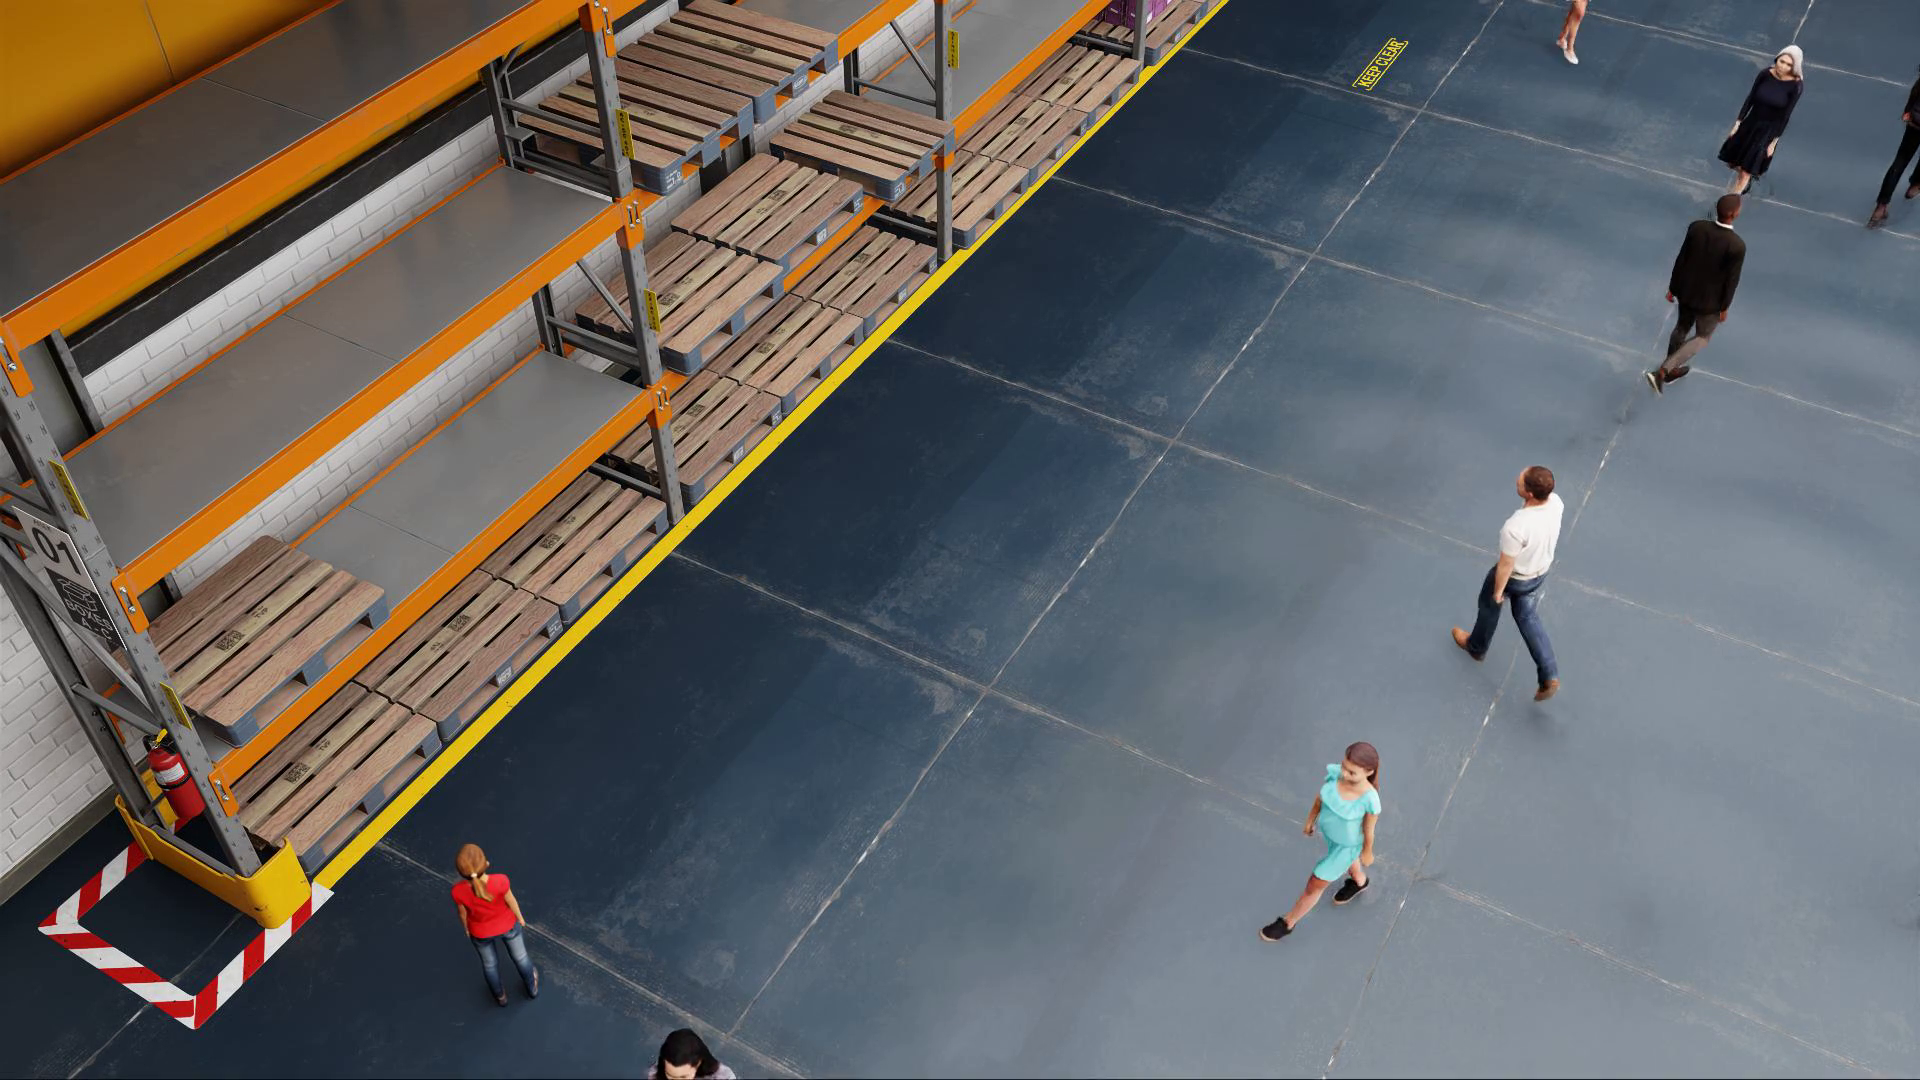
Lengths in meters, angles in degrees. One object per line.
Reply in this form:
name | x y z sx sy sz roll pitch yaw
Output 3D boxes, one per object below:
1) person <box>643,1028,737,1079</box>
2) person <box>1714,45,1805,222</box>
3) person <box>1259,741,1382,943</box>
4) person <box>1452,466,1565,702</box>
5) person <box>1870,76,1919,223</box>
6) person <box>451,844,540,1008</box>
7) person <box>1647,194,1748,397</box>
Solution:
person | -1.254 2.807 8.148 1.005 1.675 1.289 4 44 4
person | 7.152 -3.610 14.843 0.960 1.730 0.760 -30 51 -28
person | 2.222 1.659 9.469 1.127 1.515 0.914 -21 47 -21
person | 3.659 0.292 10.682 1.191 1.821 1.121 -20 47 -20
person | 8.611 -3.657 14.858 1.294 1.779 0.917 -34 53 -31
person | -2.562 2.126 9.128 0.551 1.308 0.611 -11 45 -12
person | 5.726 -1.870 12.975 1.046 1.789 0.907 -25 49 -24
